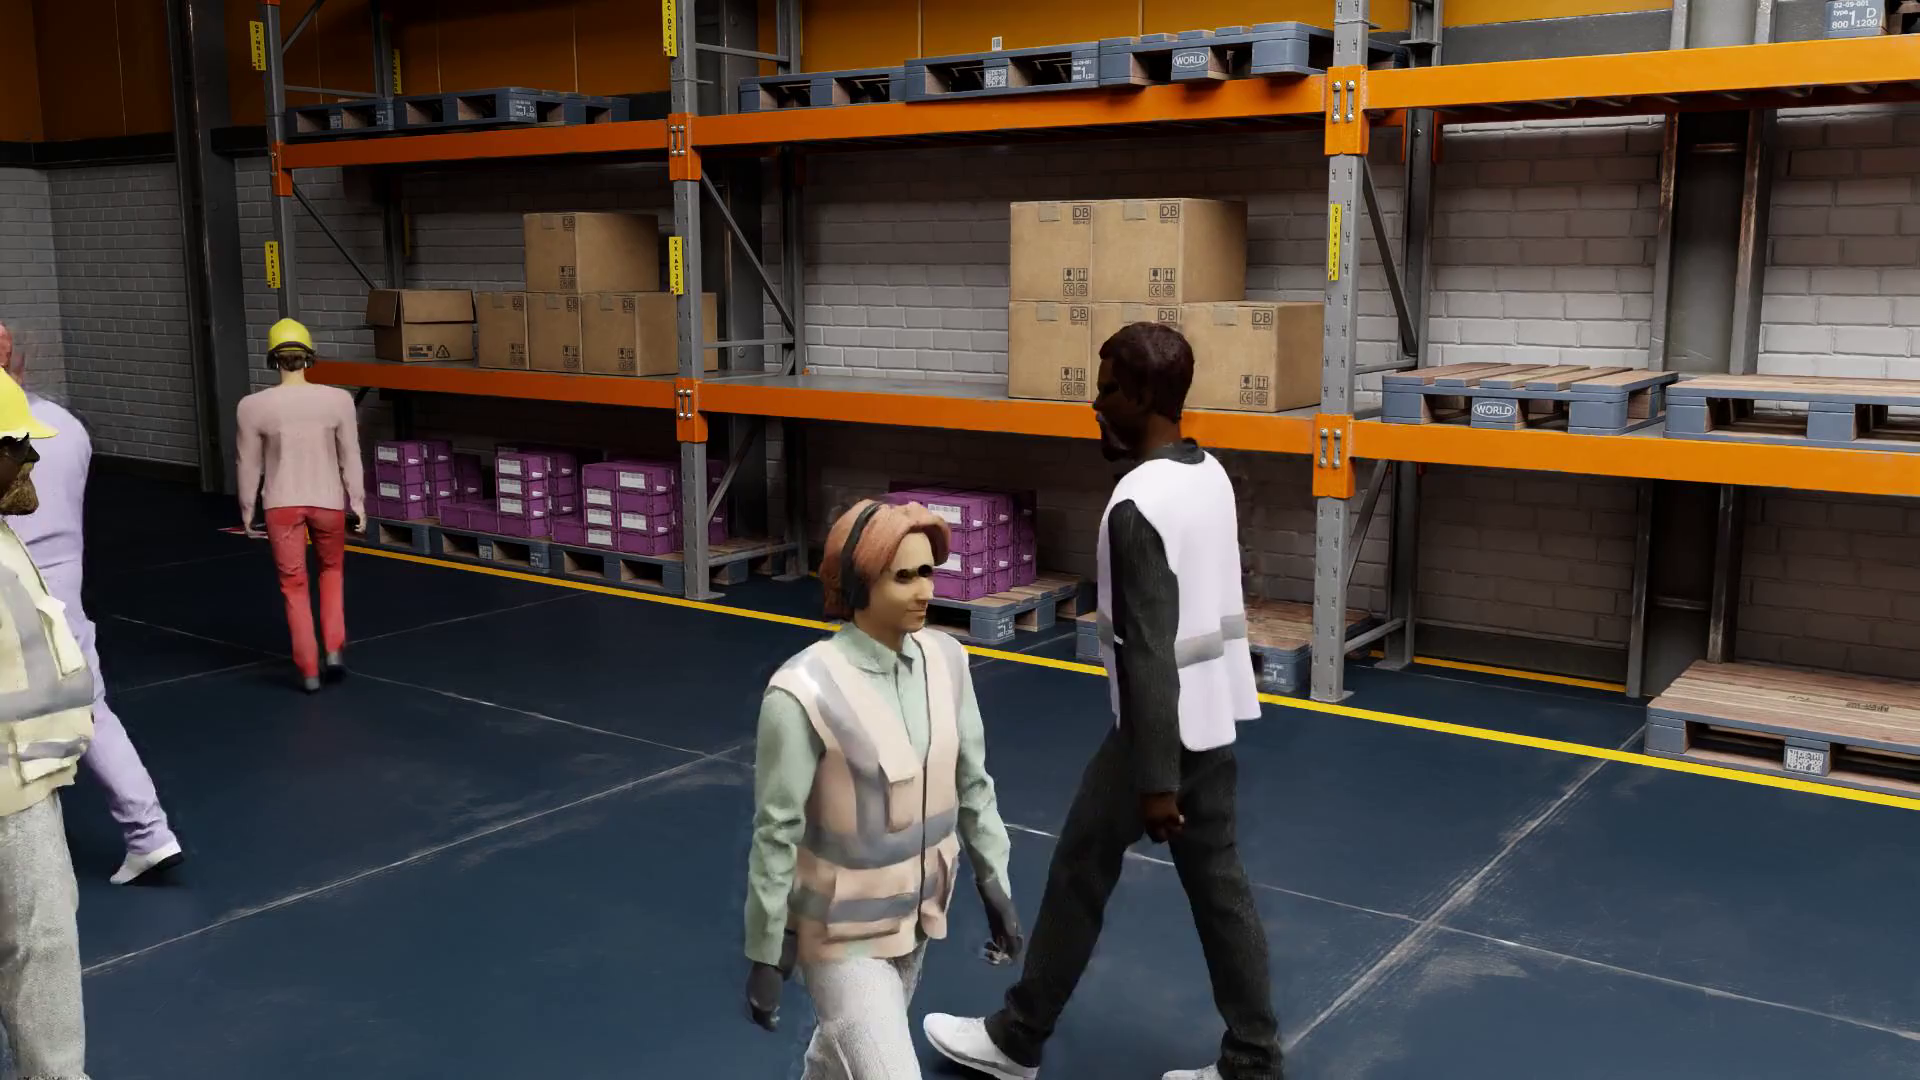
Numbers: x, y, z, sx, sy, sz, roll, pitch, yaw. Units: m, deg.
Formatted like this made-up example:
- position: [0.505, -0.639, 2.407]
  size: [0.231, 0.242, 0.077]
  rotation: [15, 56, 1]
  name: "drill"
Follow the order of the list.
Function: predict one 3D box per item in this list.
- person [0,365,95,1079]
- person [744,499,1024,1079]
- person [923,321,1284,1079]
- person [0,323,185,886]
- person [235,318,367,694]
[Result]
- position: [-2.159, 0.513, 3.639]
  size: [0.594, 1.820, 0.606]
  rotation: [-5, 11, -27]
  name: "person"
- position: [-0.091, 0.722, 3.034]
  size: [0.845, 1.589, 0.543]
  rotation: [7, 12, 36]
  name: "person"
- position: [0.368, 0.432, 3.962]
  size: [0.956, 1.876, 0.603]
  rotation: [5, 11, 26]
  name: "person"
- position: [-2.989, 0.219, 5.290]
  size: [0.993, 1.862, 0.642]
  rotation: [3, 10, 18]
  name: "person"
- position: [-3.104, -0.162, 7.839]
  size: [0.554, 1.747, 0.481]
  rotation: [-5, 11, -28]
  name: "person"
